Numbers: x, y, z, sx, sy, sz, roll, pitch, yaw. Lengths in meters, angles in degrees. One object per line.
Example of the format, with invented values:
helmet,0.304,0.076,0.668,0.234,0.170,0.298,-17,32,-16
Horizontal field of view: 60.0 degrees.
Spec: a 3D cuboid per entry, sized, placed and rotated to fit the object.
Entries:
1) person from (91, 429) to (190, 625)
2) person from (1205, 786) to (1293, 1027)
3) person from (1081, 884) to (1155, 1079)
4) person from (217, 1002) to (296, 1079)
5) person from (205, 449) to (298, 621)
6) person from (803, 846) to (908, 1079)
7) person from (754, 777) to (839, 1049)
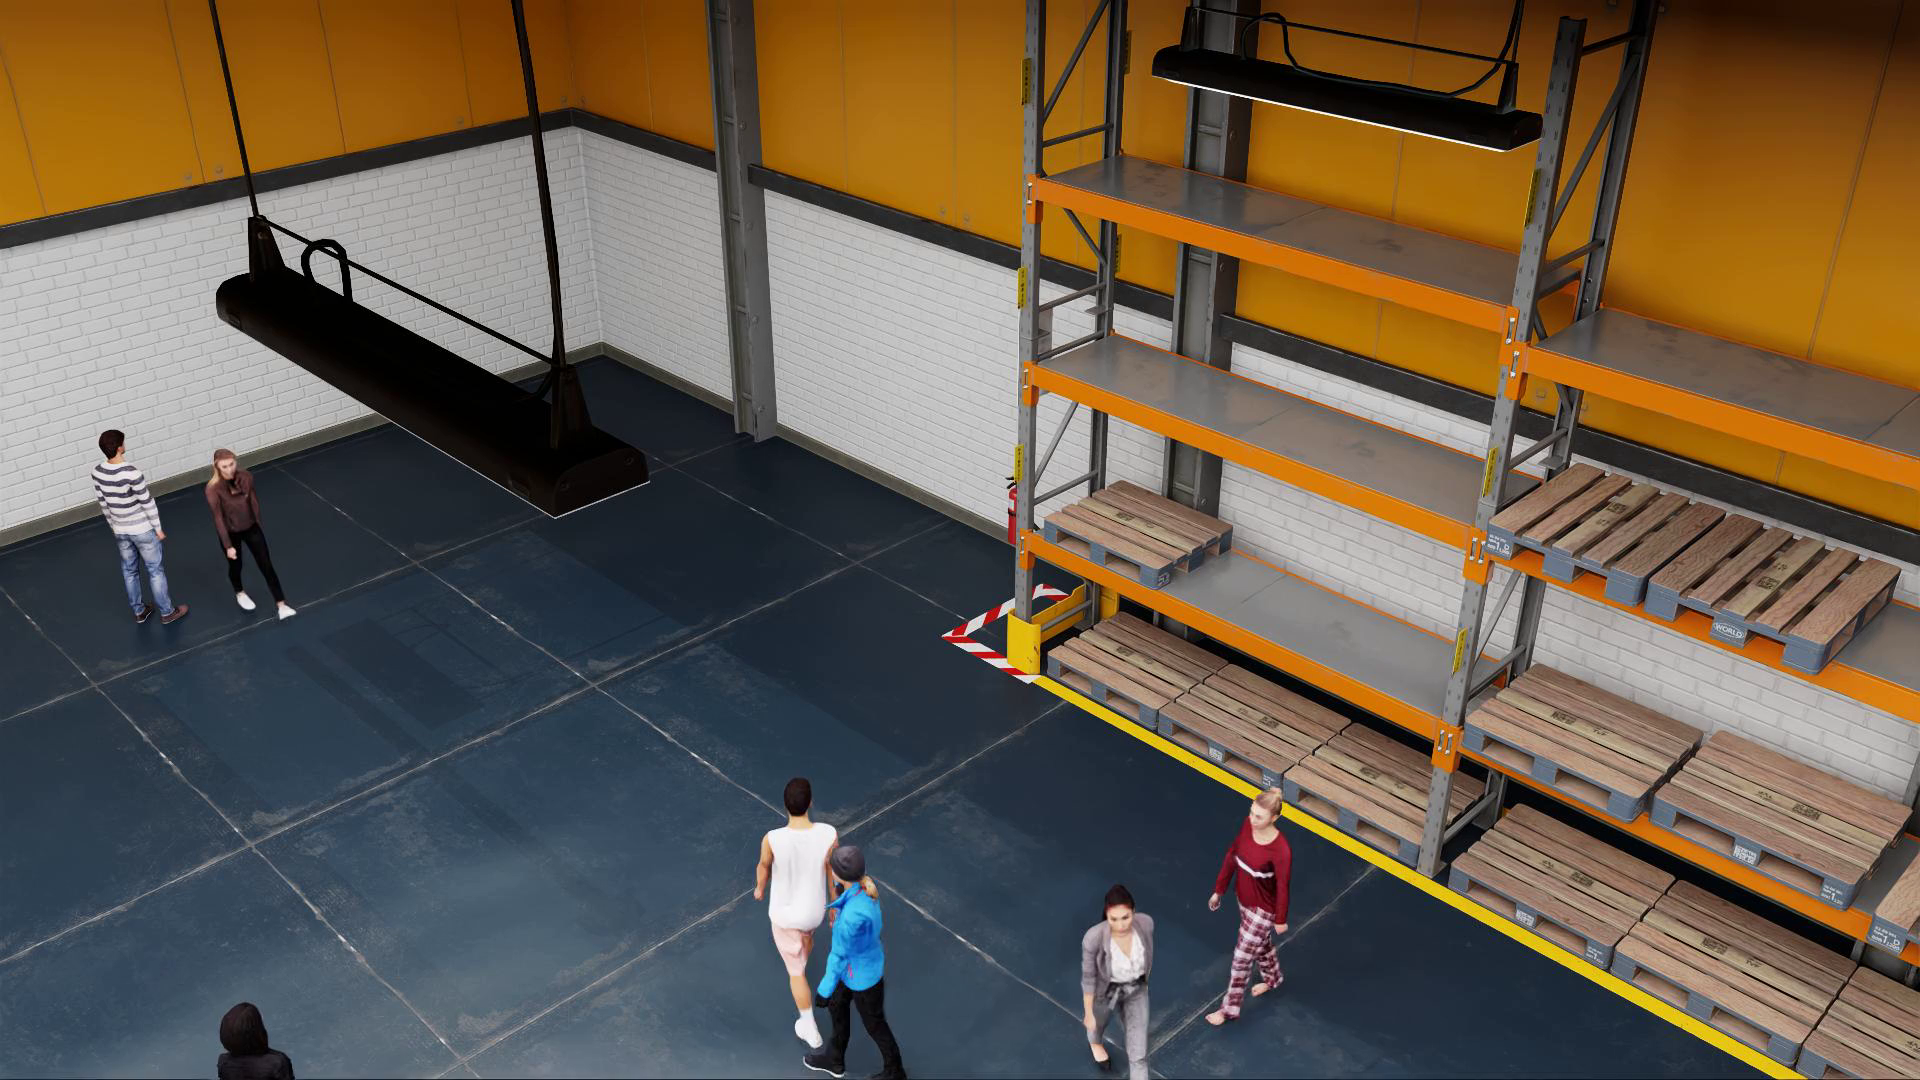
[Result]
person,-7.292,-0.114,14.668,0.679,1.854,0.784,4,29,8
person,1.939,2.256,10.514,0.853,1.671,0.931,-14,31,-23
person,0.886,2.653,9.846,0.983,1.614,1.215,-9,30,-17
person,-3.667,3.199,8.790,0.984,1.667,1.097,-3,29,-6
person,-6.446,-0.061,14.781,1.061,1.652,0.629,23,36,36
person,-0.484,2.579,9.813,1.020,1.777,0.932,1,29,2
person,-0.984,2.343,10.286,0.964,1.736,1.250,-11,30,-19
